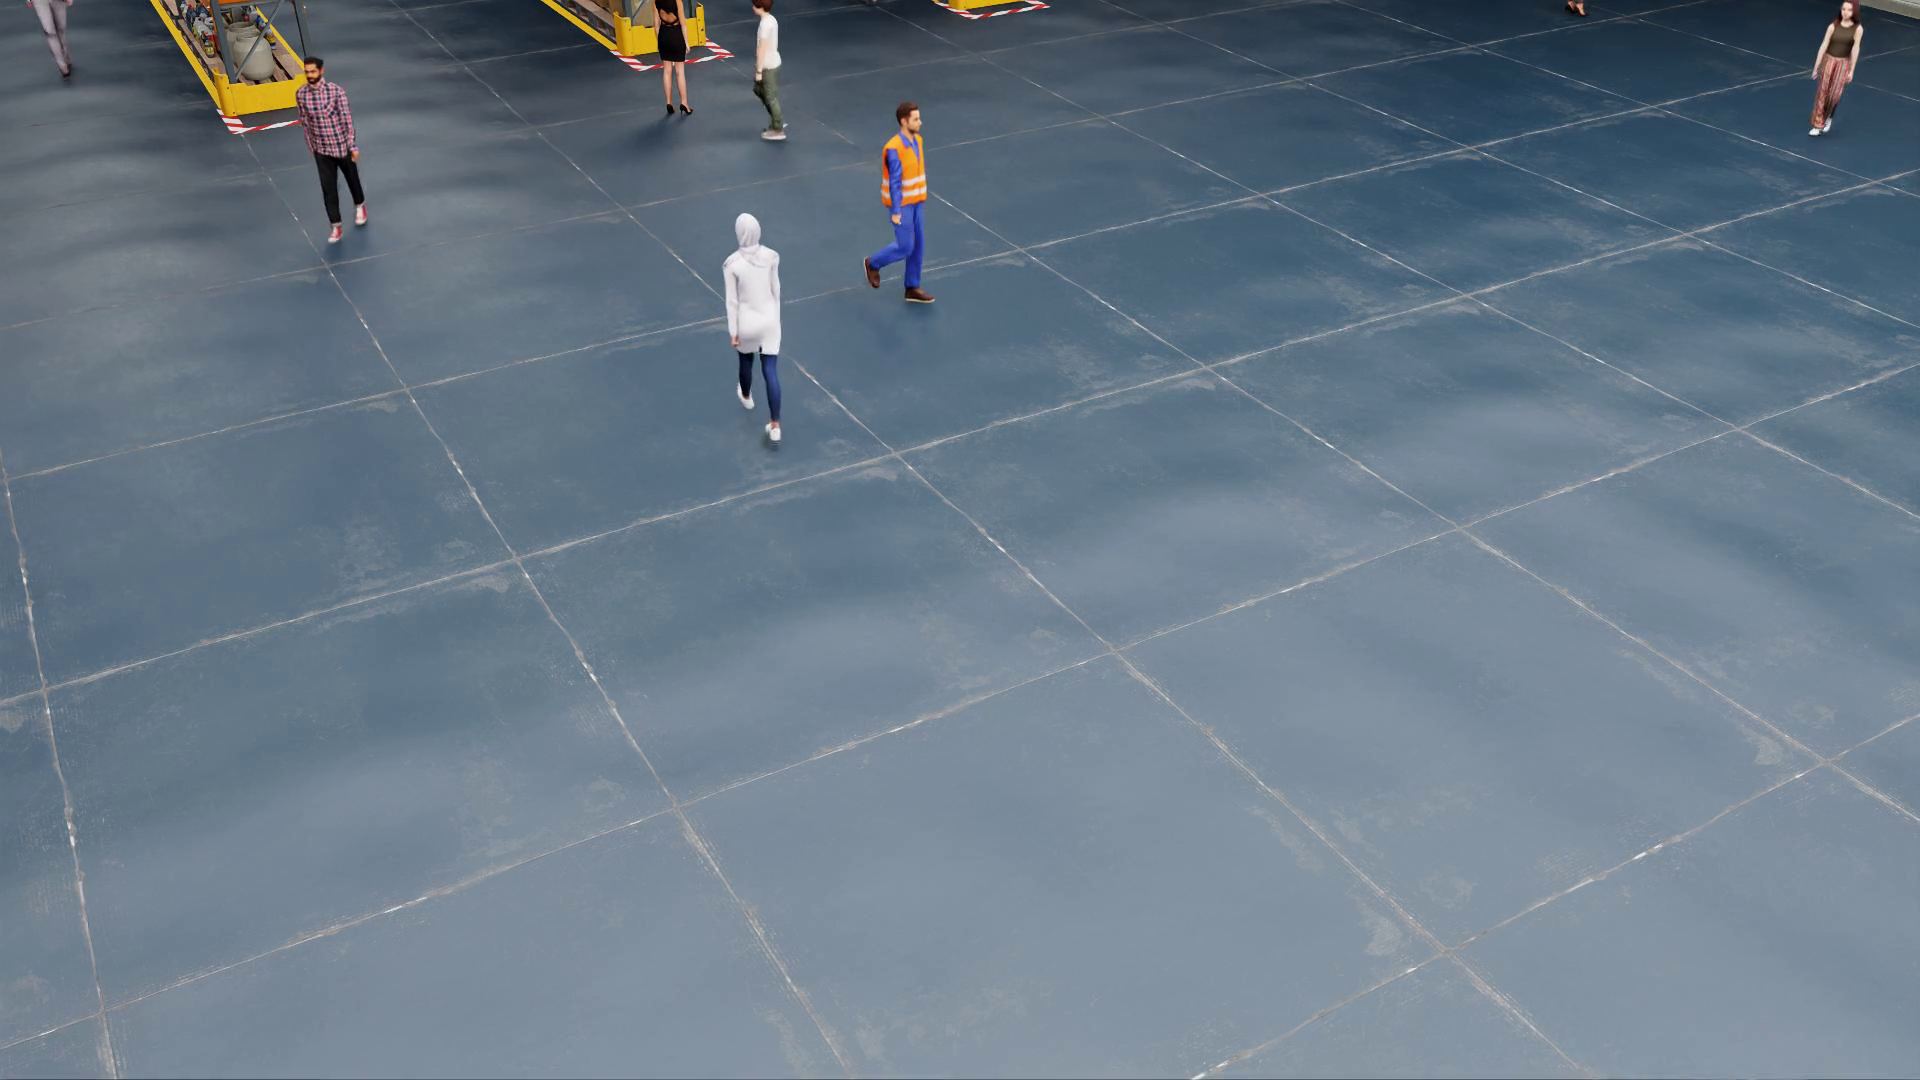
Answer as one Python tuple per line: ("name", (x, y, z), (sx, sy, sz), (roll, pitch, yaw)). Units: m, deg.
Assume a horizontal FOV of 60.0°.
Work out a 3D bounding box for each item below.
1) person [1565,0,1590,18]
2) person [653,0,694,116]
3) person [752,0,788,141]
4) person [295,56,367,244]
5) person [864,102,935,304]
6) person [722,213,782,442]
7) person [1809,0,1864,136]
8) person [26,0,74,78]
("person", (8.750, -8.215, 23.227), (0.752, 1.718, 0.594), (-9, 33, -14))
("person", (-3.382, -5.812, 19.484), (0.636, 1.648, 0.693), (8, 33, 12))
("person", (-2.068, -5.310, 18.693), (0.742, 1.643, 0.667), (0, 32, -1))
("person", (-6.132, -3.889, 16.355), (0.986, 1.734, 1.204), (-3, 32, -4))
("person", (-0.557, -2.991, 14.825), (1.067, 1.848, 0.951), (18, 36, 25))
("person", (-1.520, -1.584, 12.708), (0.753, 1.727, 1.181), (-11, 34, -18))
("person", (9.959, -5.382, 18.892), (0.693, 1.553, 0.743), (22, 39, 31))
("person", (-11.449, -6.793, 20.854), (0.739, 1.846, 1.253), (-20, 38, -29))
